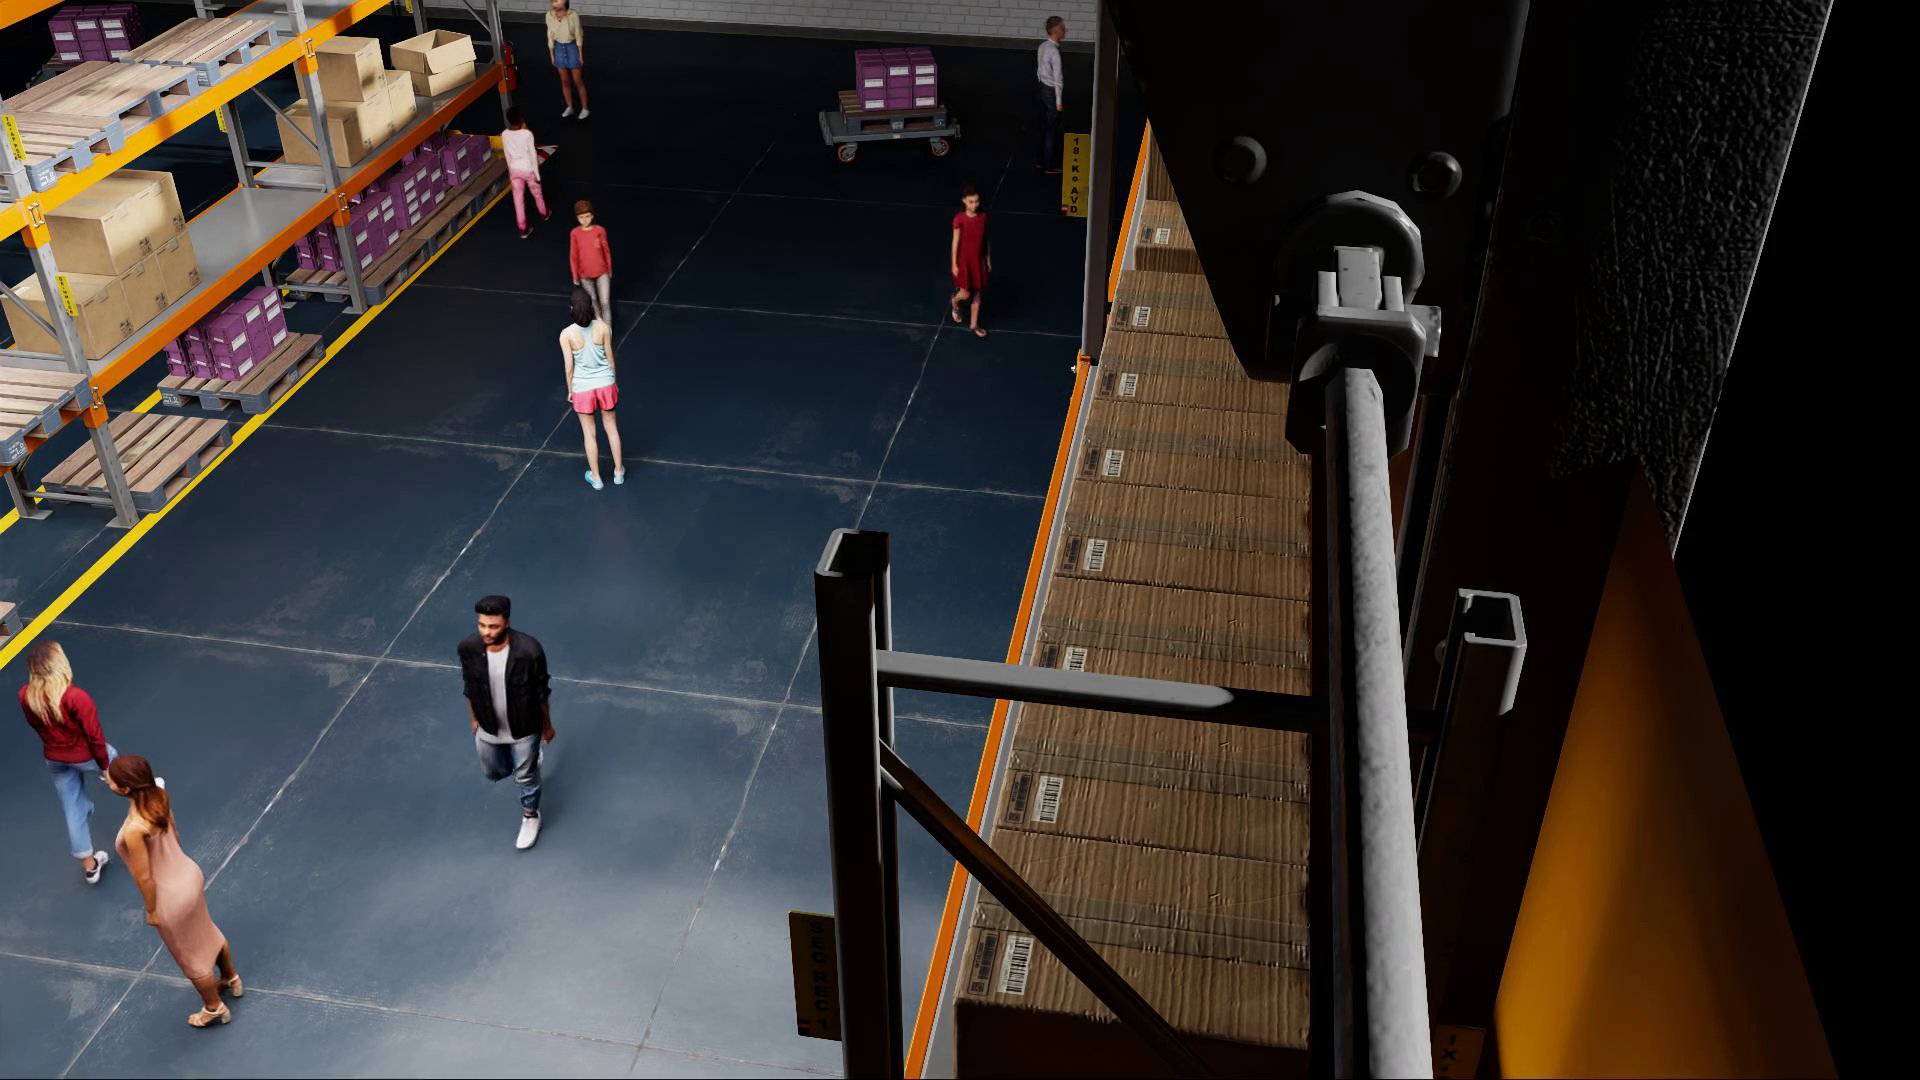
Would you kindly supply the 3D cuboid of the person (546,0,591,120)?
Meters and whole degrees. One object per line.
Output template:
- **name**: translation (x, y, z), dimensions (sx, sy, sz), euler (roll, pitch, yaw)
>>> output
- **person**: translation (-4.978, -6.186, 21.141), dimensions (0.635, 1.629, 0.534), euler (7, 34, 10)

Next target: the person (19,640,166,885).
- **person**: translation (-5.257, 1.344, 9.852), dimensions (0.728, 1.586, 1.081), euler (0, 34, 0)

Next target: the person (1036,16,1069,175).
- **person**: translation (1.068, -5.243, 19.552), dimensions (0.795, 1.818, 0.688), euler (-13, 36, -18)

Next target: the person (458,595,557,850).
- **person**: translation (-2.710, 1.018, 10.151), dimensions (0.689, 1.798, 0.839), euler (5, 34, 7)

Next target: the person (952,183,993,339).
- **person**: translation (0.075, -2.726, 16.016), dimensions (0.774, 1.541, 0.863), euler (-16, 37, -23)

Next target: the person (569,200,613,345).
- **person**: translation (-3.528, -2.605, 15.977), dimensions (0.729, 1.383, 0.986), euler (-5, 34, -8)

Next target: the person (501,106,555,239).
- **person**: translation (-4.756, -3.967, 17.994), dimensions (0.589, 1.418, 0.928), euler (4, 34, 7)

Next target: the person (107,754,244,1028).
- **person**: translation (-4.167, 1.865, 8.848), dimensions (0.678, 1.830, 0.538), euler (-2, 34, -4)

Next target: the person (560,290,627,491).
- **person**: translation (-2.990, -1.235, 13.570), dimensions (0.699, 1.765, 0.744), euler (-14, 36, -20)
